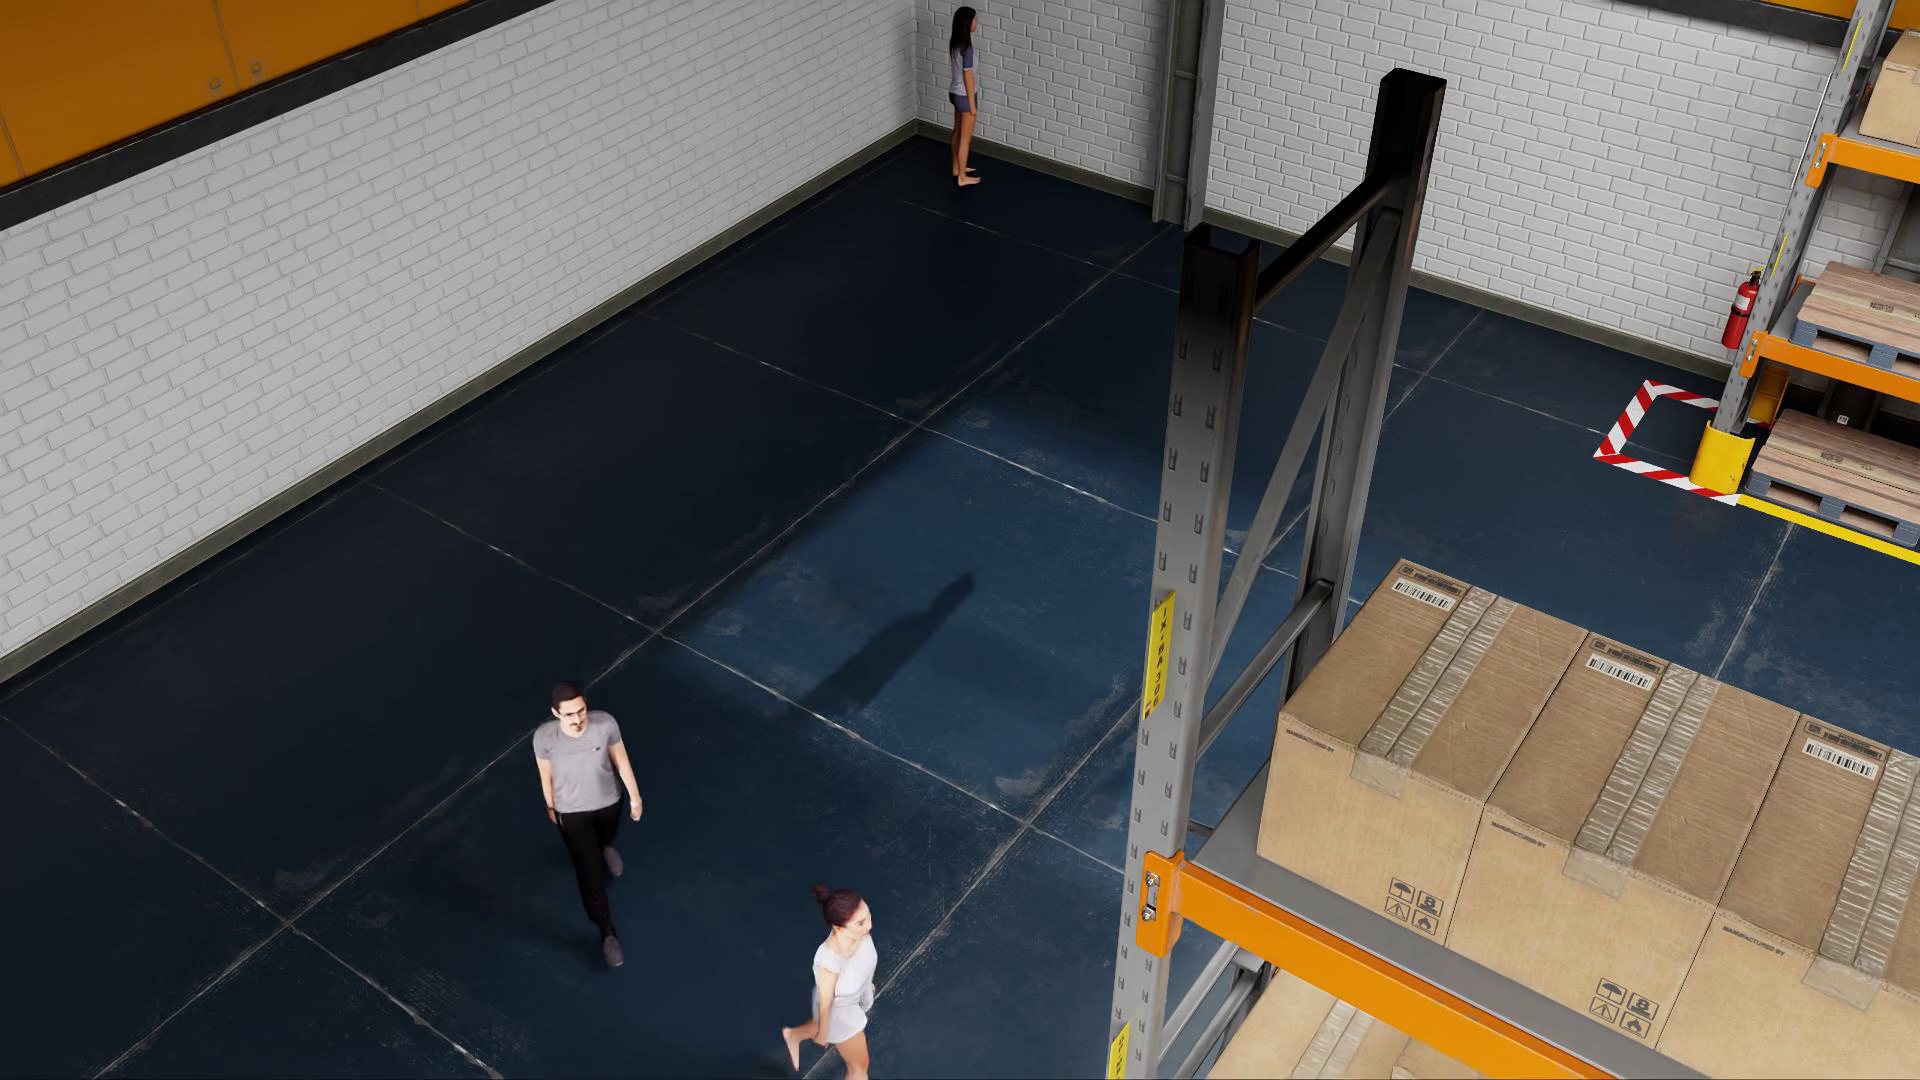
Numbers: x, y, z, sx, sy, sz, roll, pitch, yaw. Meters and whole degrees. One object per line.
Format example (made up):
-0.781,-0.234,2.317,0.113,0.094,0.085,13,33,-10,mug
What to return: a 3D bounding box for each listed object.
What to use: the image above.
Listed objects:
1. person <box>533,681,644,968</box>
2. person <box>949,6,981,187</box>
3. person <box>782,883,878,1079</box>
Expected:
-2.013,1.350,8.971,1.012,1.713,1.248,-17,42,-20,person
0.032,-4.270,15.993,0.718,1.733,0.627,-12,40,-15,person
-0.628,2.196,8.013,0.962,1.587,0.709,16,41,19,person
